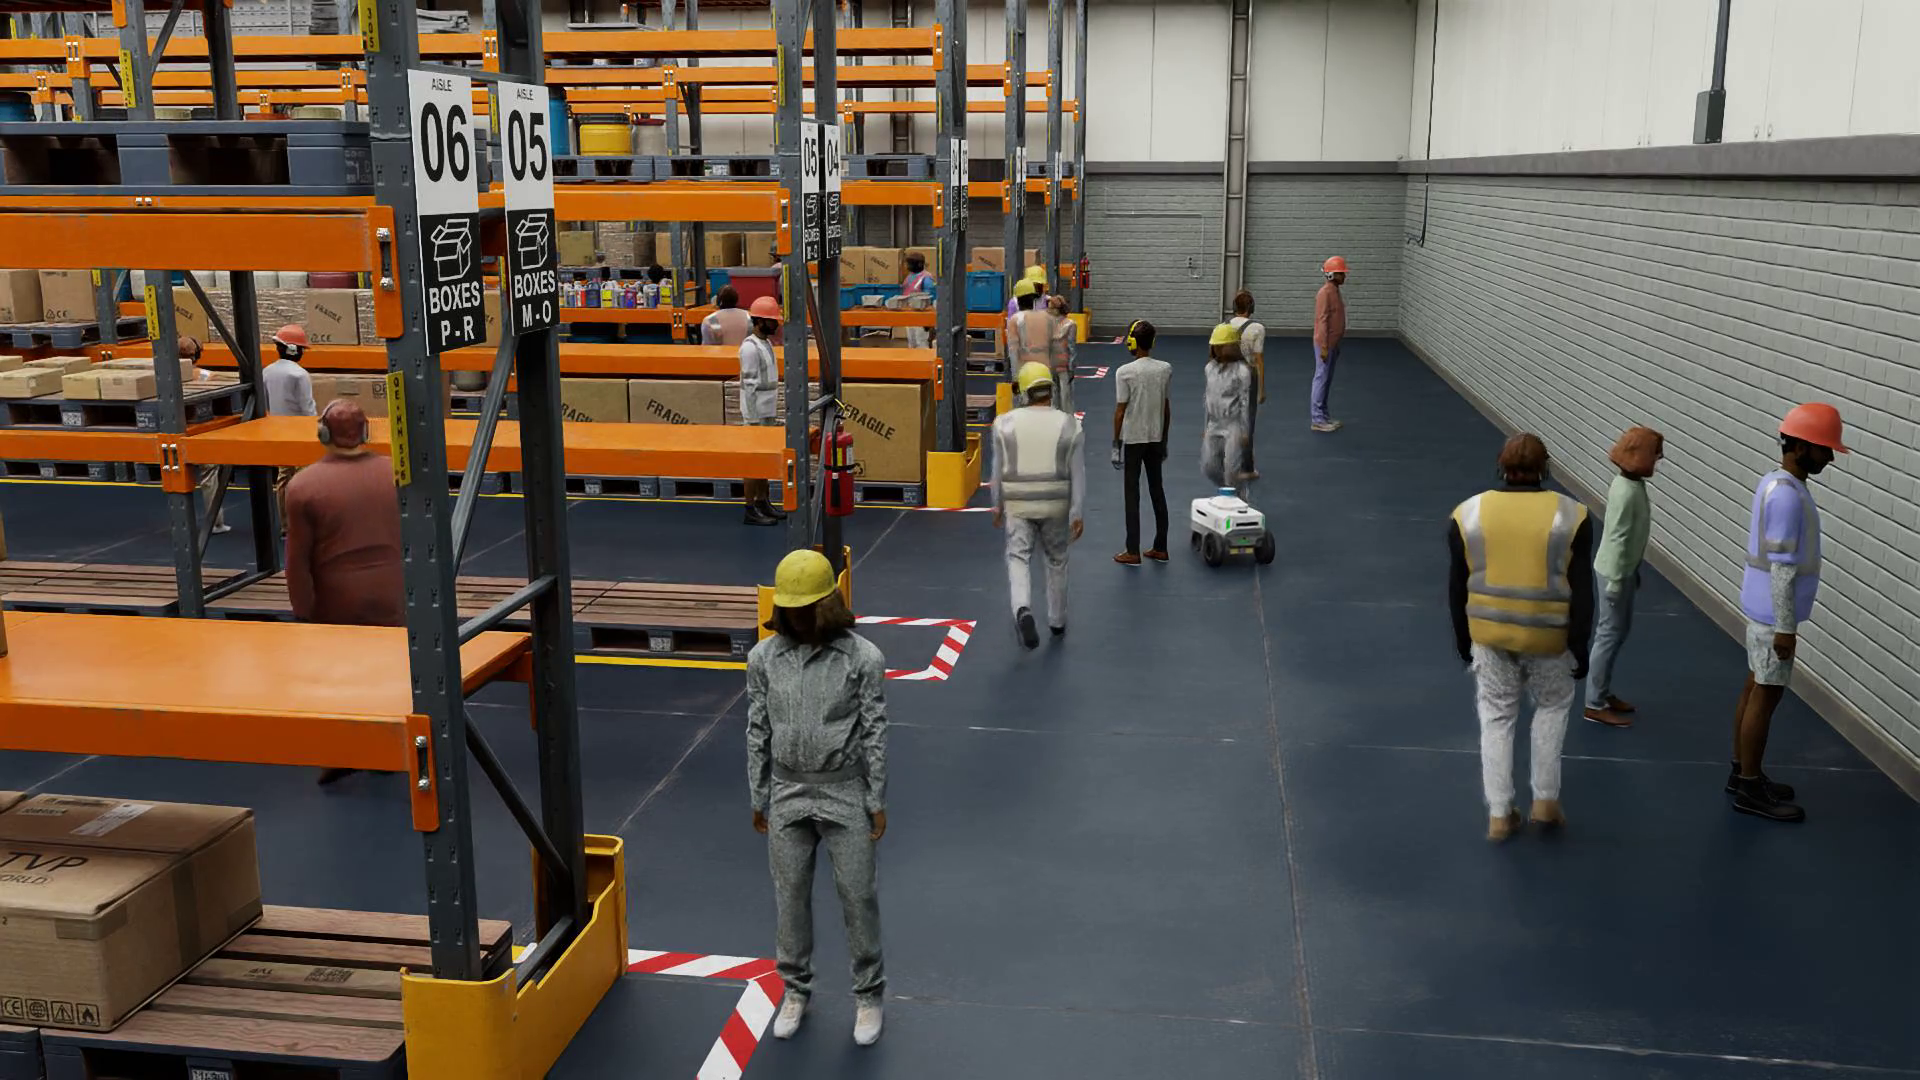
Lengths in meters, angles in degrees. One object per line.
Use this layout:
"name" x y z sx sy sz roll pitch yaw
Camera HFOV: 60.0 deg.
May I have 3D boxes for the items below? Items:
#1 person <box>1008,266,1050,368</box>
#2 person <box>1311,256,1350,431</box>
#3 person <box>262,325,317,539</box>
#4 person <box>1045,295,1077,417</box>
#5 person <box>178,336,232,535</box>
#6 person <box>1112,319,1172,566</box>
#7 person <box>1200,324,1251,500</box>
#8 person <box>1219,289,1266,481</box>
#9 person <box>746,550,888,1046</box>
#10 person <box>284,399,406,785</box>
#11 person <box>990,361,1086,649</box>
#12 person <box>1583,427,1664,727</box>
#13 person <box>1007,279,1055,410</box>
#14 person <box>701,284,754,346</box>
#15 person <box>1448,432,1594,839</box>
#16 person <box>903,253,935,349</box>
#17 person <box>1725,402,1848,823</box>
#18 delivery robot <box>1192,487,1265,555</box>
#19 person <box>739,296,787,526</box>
"person" 0.834 -2.153 18.891 0.606 1.911 0.400 -4 13 -18
"person" 4.265 -2.262 19.187 0.383 1.996 0.609 6 14 26
"person" -5.350 -0.857 13.416 0.563 1.742 0.338 8 15 31
"person" 1.080 -1.855 18.178 0.320 1.630 0.528 -11 16 -40
"person" -6.280 -0.848 13.644 0.513 1.631 0.318 1 13 5
"person" 1.379 -0.732 12.607 0.508 1.859 0.333 -6 14 -27
"person" 2.222 -0.925 13.747 0.495 1.731 0.499 -11 17 -40
"person" 2.714 -1.495 16.092 0.506 1.839 0.344 10 16 38
"person" -0.490 0.873 5.642 0.490 1.730 0.324 2 13 9
"person" -2.935 0.256 8.058 0.656 1.892 0.459 -9 15 -35
"person" 0.481 -0.199 10.336 0.613 1.798 0.694 1 13 3
"person" 3.565 0.193 8.954 0.292 1.624 0.515 6 14 27
"person" 0.710 -1.752 17.193 0.625 1.855 1.038 -7 15 -30
"person" -2.318 -1.651 16.780 0.621 1.845 0.429 -6 14 -27
"person" 2.504 0.424 7.461 0.640 1.817 0.540 7 14 27
"person" -0.637 -3.151 23.617 0.430 1.830 0.707 -8 15 -32
"person" 3.805 0.323 7.675 0.373 1.928 0.543 5 13 20
"delivery robot" 2.055 -0.162 12.773 0.477 0.478 0.707 -3 13 -15
"person" -1.652 -1.084 14.032 0.387 1.929 0.547 3 13 12
